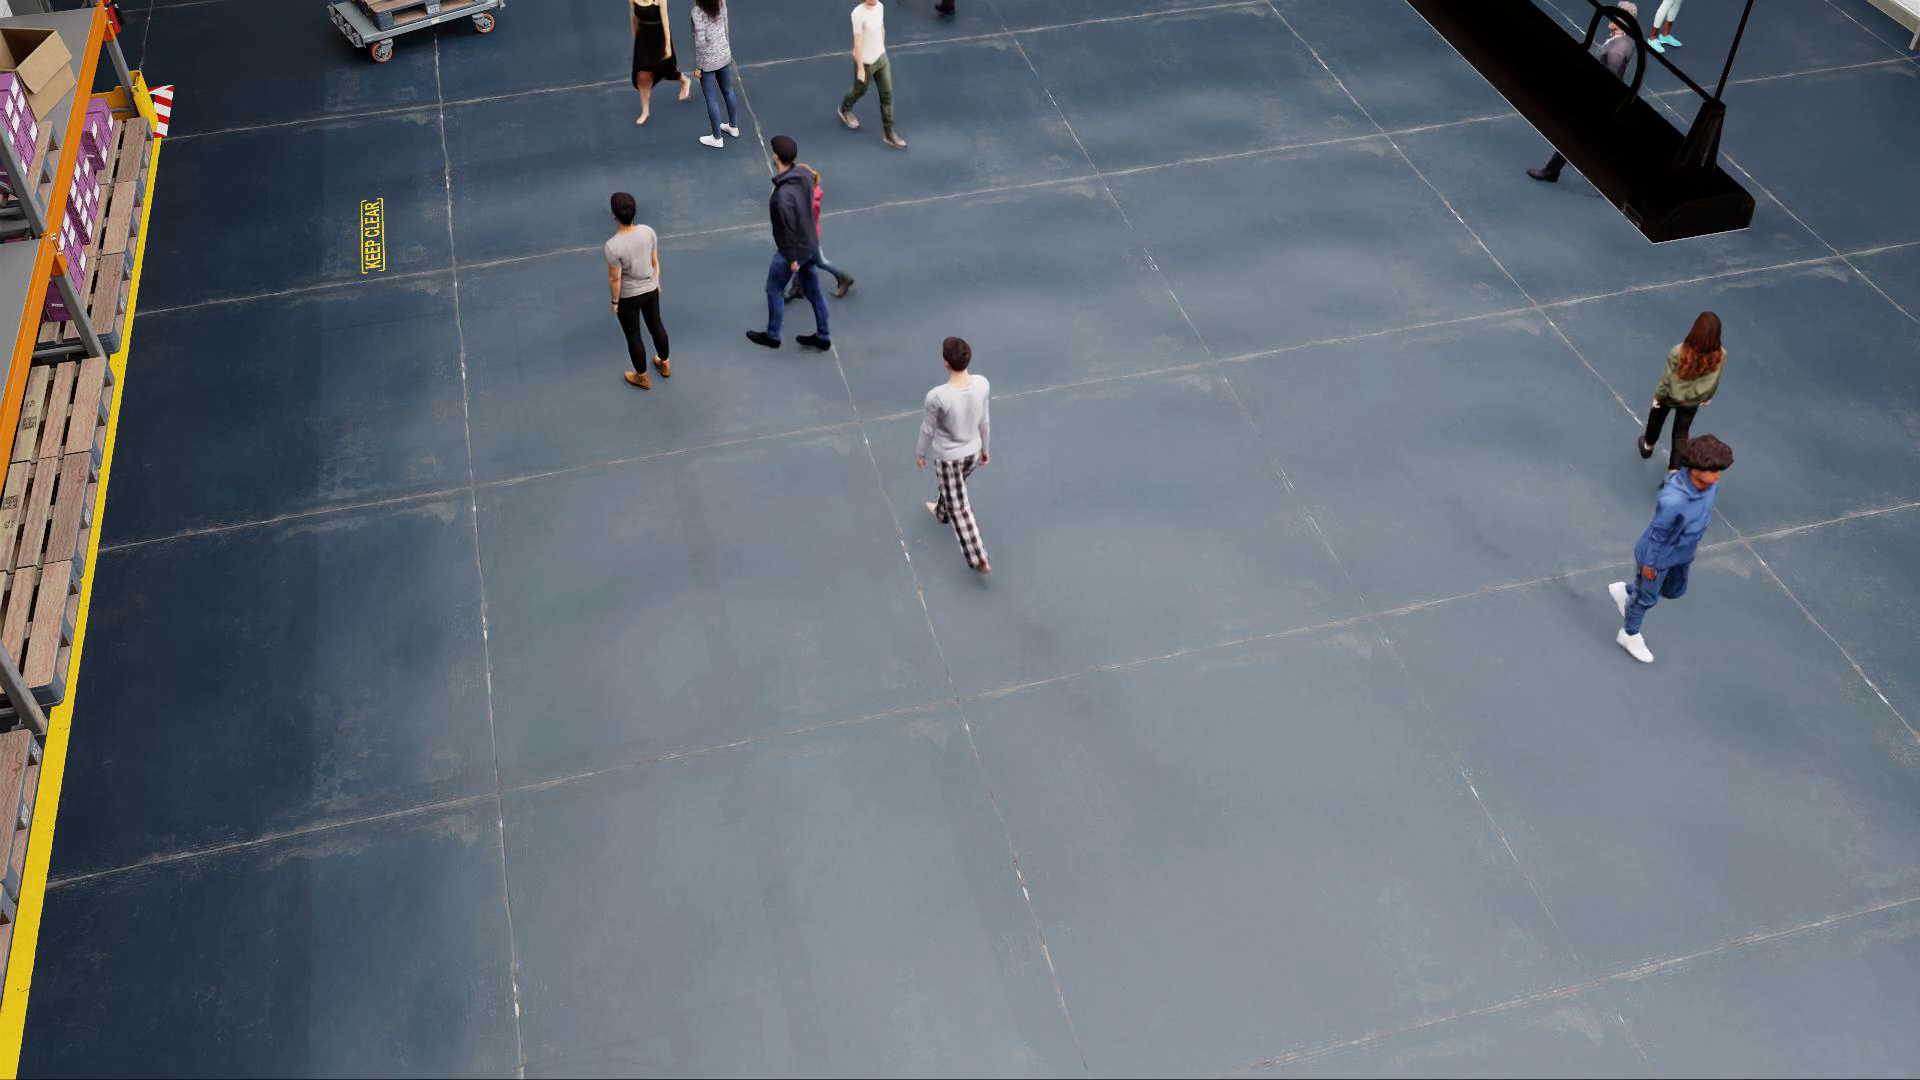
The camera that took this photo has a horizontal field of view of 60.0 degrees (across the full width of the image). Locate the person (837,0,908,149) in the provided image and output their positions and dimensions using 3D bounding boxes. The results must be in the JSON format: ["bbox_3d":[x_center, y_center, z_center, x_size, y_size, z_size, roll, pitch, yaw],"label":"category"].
[{"bbox_3d":[-0.913,-4.559,15.782,1.197,1.617,0.982,33,53,30],"label":"person"}]

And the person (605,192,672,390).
[{"bbox_3d":[-2.526,-1.951,12.967,0.685,1.724,0.677,-32,52,-29],"label":"person"}]

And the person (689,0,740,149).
[{"bbox_3d":[-2.330,-4.559,15.697,0.726,1.733,0.683,25,49,24],"label":"person"}]

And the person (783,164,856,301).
[{"bbox_3d":[-1.198,-2.560,13.918,0.645,1.292,0.842,-18,46,-18],"label":"person"}]

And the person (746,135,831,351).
[{"bbox_3d":[-1.213,-2.311,13.249,1.032,1.856,1.004,13,45,14],"label":"person"}]

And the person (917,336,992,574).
[{"bbox_3d":[0.018,-0.544,11.433,0.848,1.803,1.228,-22,48,-21],"label":"person"}]

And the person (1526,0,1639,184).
[{"bbox_3d":[5.869,-3.959,15.020,1.273,1.800,1.231,20,47,20],"label":"person"}]

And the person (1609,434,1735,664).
[{"bbox_3d":[4.551,0.007,10.859,0.782,1.796,0.861,-22,48,-22],"label":"person"}]

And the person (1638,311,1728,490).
[{"bbox_3d":[5.286,-0.999,12.166,0.844,1.450,1.075,6,44,6],"label":"person"}]

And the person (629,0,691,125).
[{"bbox_3d":[-2.907,-4.858,16.108,0.876,1.599,1.020,15,46,15],"label":"person"}]
